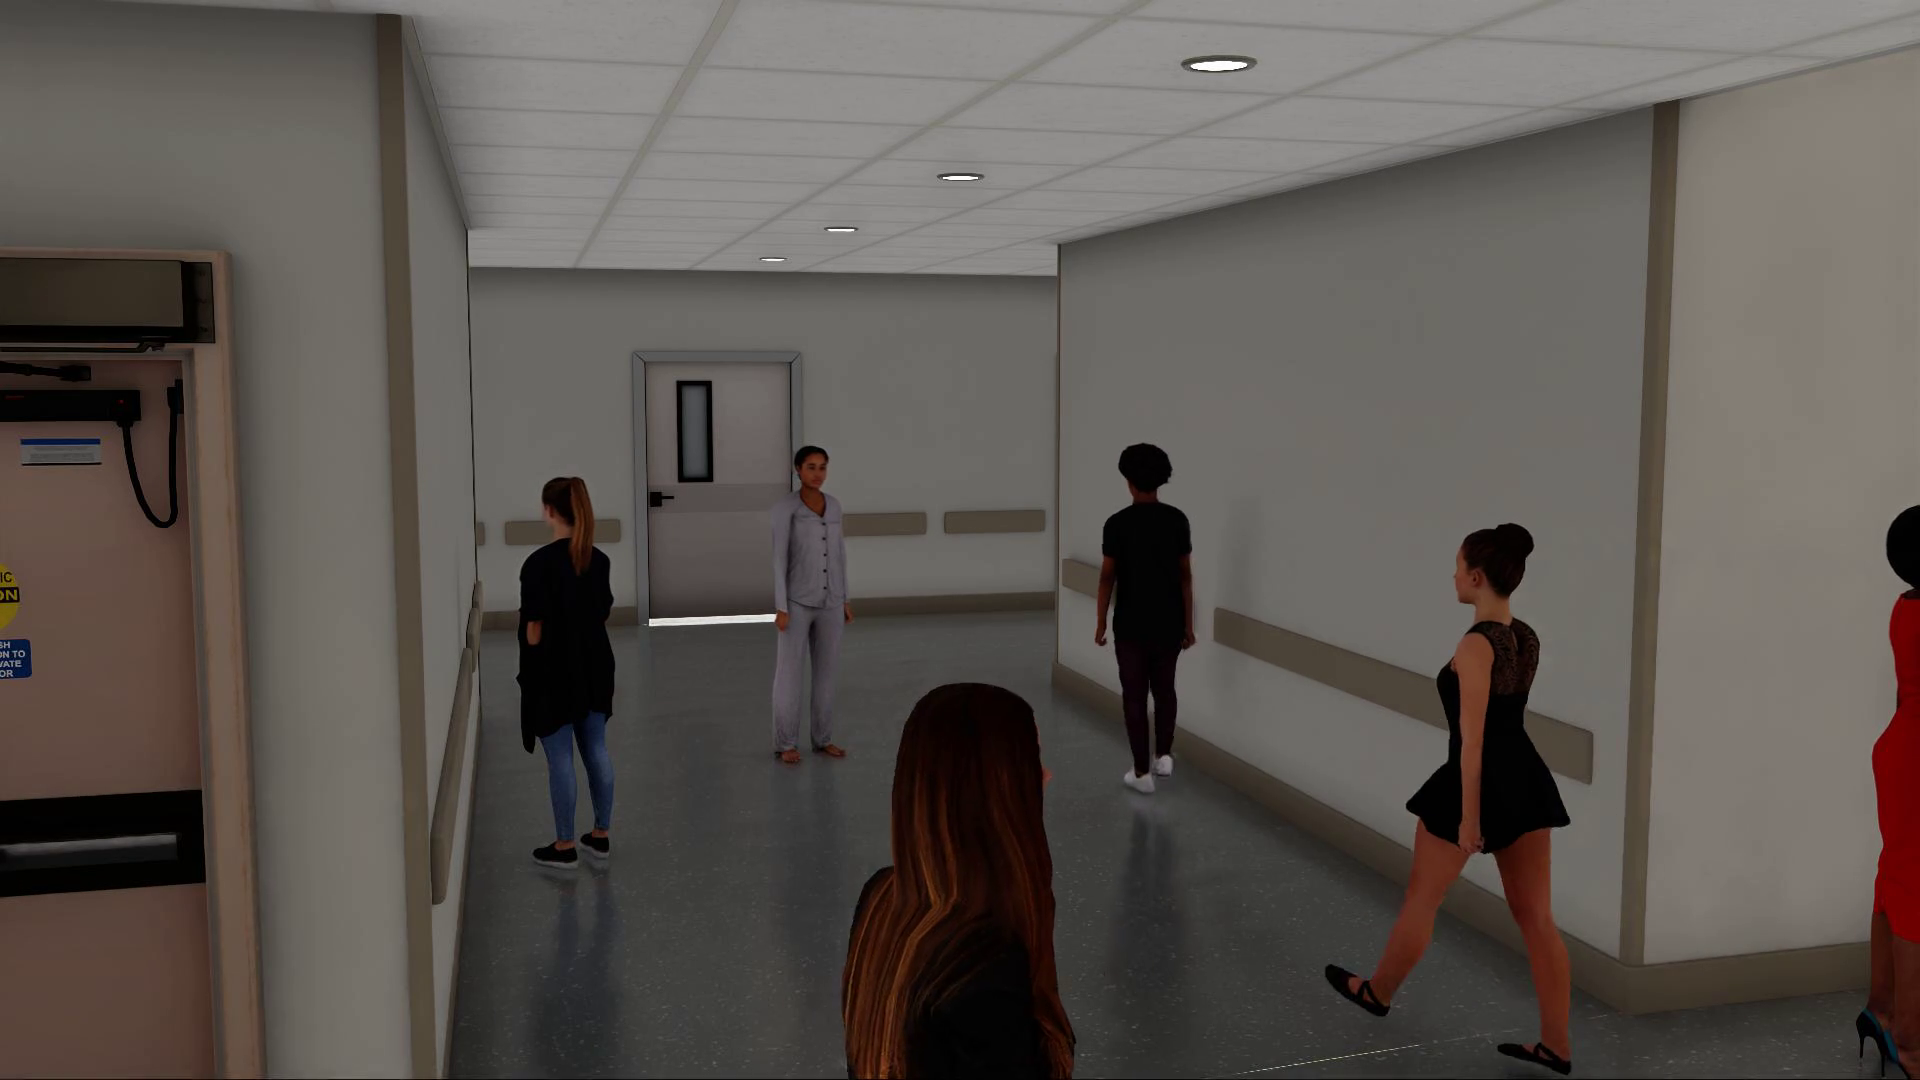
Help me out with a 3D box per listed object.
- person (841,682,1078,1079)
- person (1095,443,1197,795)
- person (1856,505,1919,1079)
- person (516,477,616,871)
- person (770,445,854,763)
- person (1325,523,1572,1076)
[{"bbox_3d":[-0.107,1.071,2.305,1.127,1.663,0.631,-2,6,-16],"label":"person"},{"bbox_3d":[0.973,0.405,8.395,0.549,1.769,0.707,-1,6,-13],"label":"person"},{"bbox_3d":[2.898,0.758,5.016,0.651,1.743,0.644,1,6,14],"label":"person"},{"bbox_3d":[-1.686,0.564,7.203,0.780,1.691,0.682,5,8,41],"label":"person"},{"bbox_3d":[-0.837,0.336,9.248,0.606,1.737,0.769,-4,7,-36],"label":"person"},{"bbox_3d":[1.683,0.808,5.034,1.068,1.640,0.961,-5,8,-42],"label":"person"}]
